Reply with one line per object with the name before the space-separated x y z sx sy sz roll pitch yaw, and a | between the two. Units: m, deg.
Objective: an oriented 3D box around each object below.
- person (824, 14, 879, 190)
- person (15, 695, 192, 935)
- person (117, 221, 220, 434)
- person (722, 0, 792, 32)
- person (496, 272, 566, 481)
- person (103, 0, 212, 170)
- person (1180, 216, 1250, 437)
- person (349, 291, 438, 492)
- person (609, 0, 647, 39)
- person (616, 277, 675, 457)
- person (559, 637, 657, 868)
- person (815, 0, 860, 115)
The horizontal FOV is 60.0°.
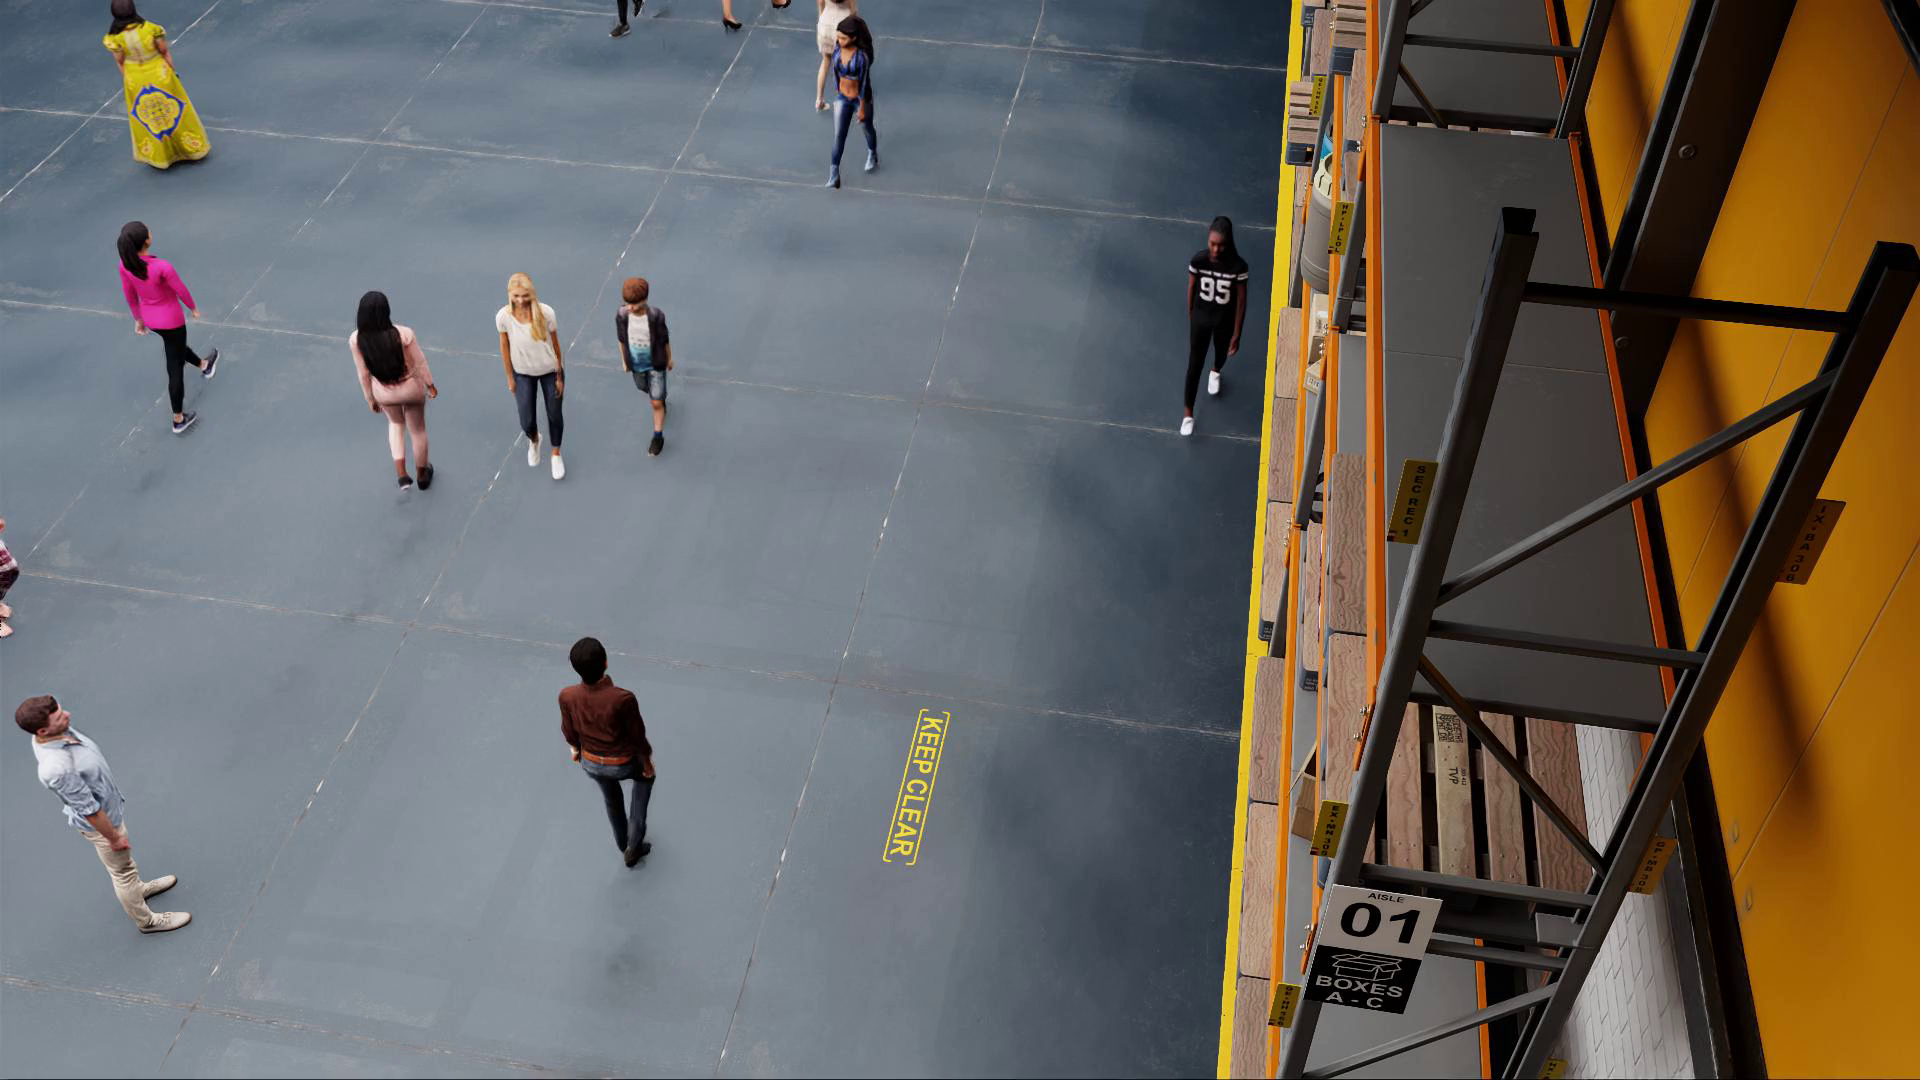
person | -0.911 -4.009 15.130 0.801 1.577 1.087 19 47 19
person | -4.753 1.498 9.153 0.787 1.848 0.712 -23 48 -22
person | -6.020 -1.563 12.511 0.581 1.658 1.106 6 44 6
person | -2.342 -6.066 17.250 1.094 1.632 0.986 -29 51 -27
person | -3.056 -1.251 12.076 0.700 1.797 0.747 -7 44 -7
person | -7.434 -4.212 15.292 0.991 1.658 1.020 -20 47 -20
person | 1.958 -1.705 12.638 0.667 1.678 1.193 9 44 9
person | -4.010 -0.979 11.856 0.698 1.707 0.756 -3 44 -3
person | -3.516 -6.052 17.235 0.784 1.631 0.908 31 52 28
person | -2.339 -1.390 12.492 0.576 1.423 0.960 4 44 4
person | -1.988 1.314 9.408 0.678 1.763 0.646 5 44 5
person | -1.183 -4.814 15.890 0.683 1.695 0.678 12 45 13
